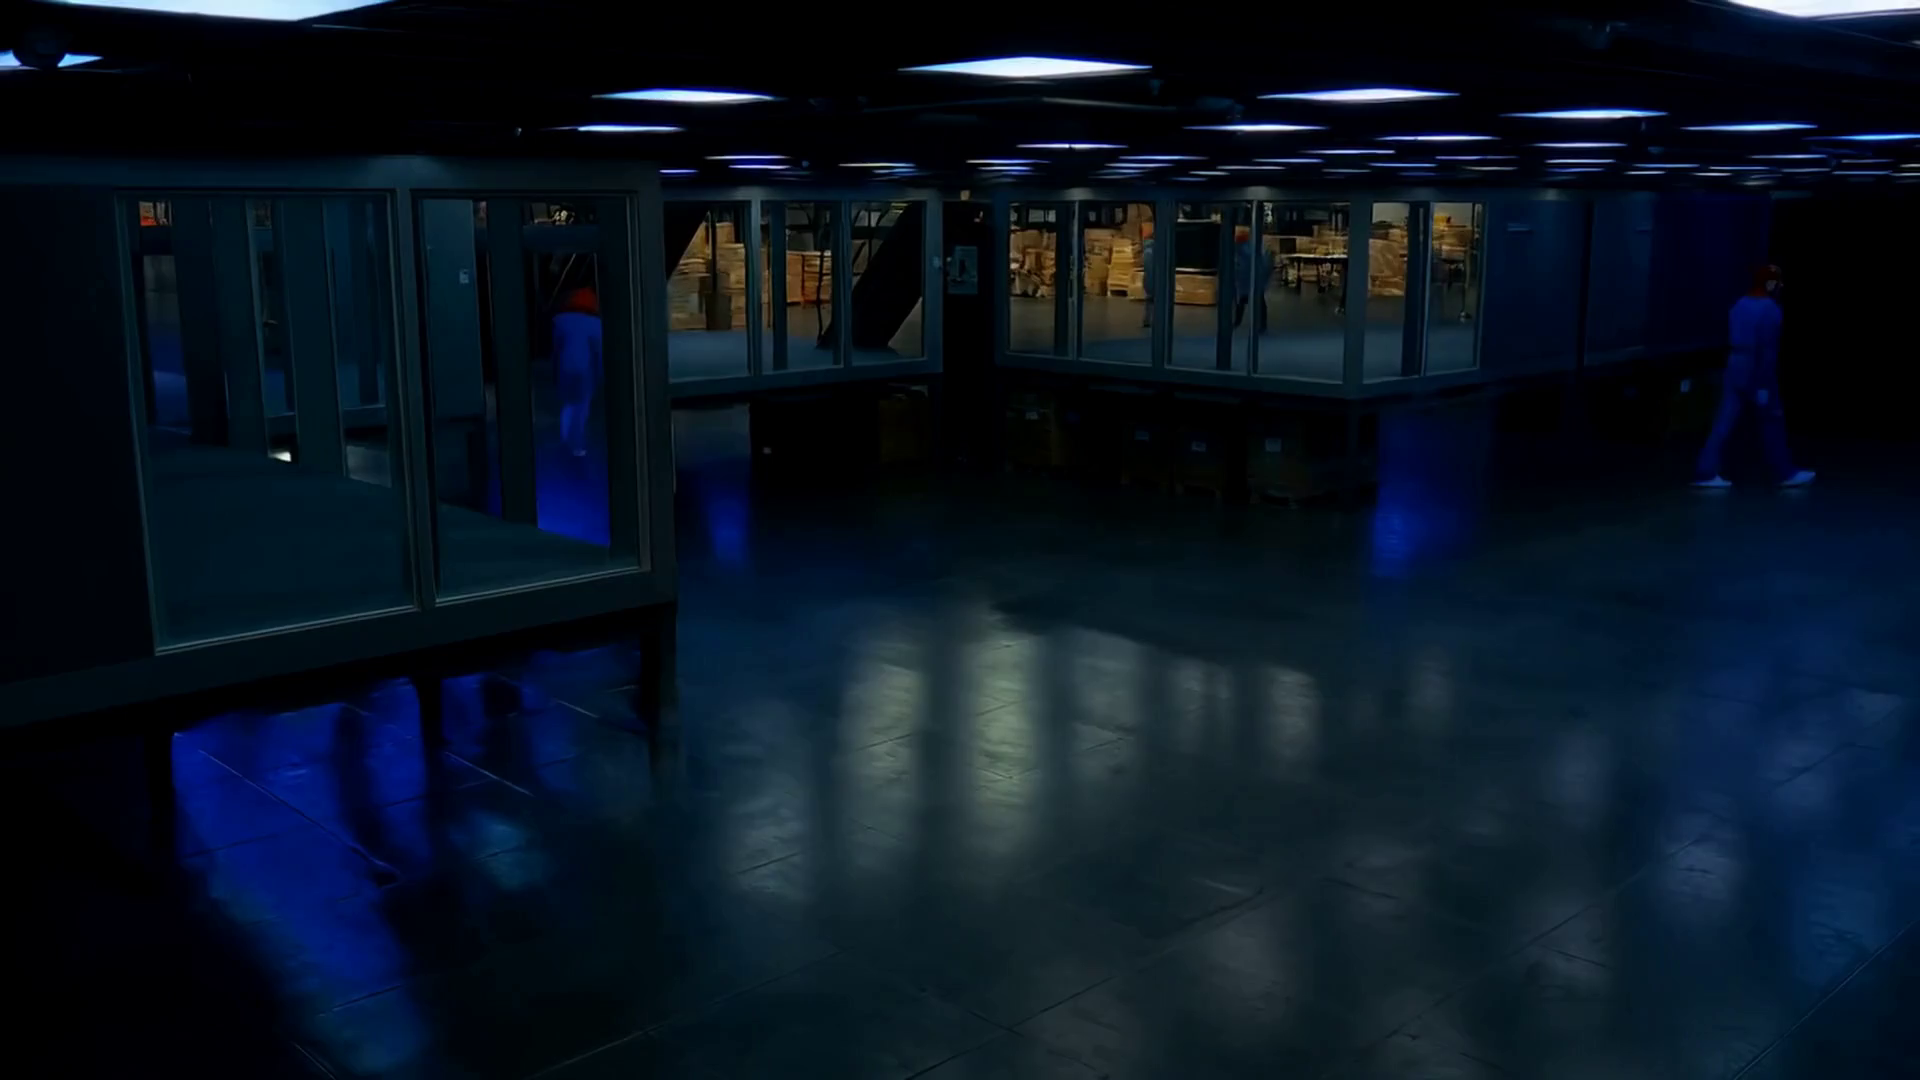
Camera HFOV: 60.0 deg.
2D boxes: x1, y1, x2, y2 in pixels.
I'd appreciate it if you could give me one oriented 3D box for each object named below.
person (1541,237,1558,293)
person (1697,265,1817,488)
[{"bbox_3d":[13.589,-6.200,38.230,0.600,1.829,0.980,-9,15,-40],"label":"person"},{"bbox_3d":[6.638,-1.340,13.802,0.984,1.850,0.671,-2,11,-9],"label":"person"}]
